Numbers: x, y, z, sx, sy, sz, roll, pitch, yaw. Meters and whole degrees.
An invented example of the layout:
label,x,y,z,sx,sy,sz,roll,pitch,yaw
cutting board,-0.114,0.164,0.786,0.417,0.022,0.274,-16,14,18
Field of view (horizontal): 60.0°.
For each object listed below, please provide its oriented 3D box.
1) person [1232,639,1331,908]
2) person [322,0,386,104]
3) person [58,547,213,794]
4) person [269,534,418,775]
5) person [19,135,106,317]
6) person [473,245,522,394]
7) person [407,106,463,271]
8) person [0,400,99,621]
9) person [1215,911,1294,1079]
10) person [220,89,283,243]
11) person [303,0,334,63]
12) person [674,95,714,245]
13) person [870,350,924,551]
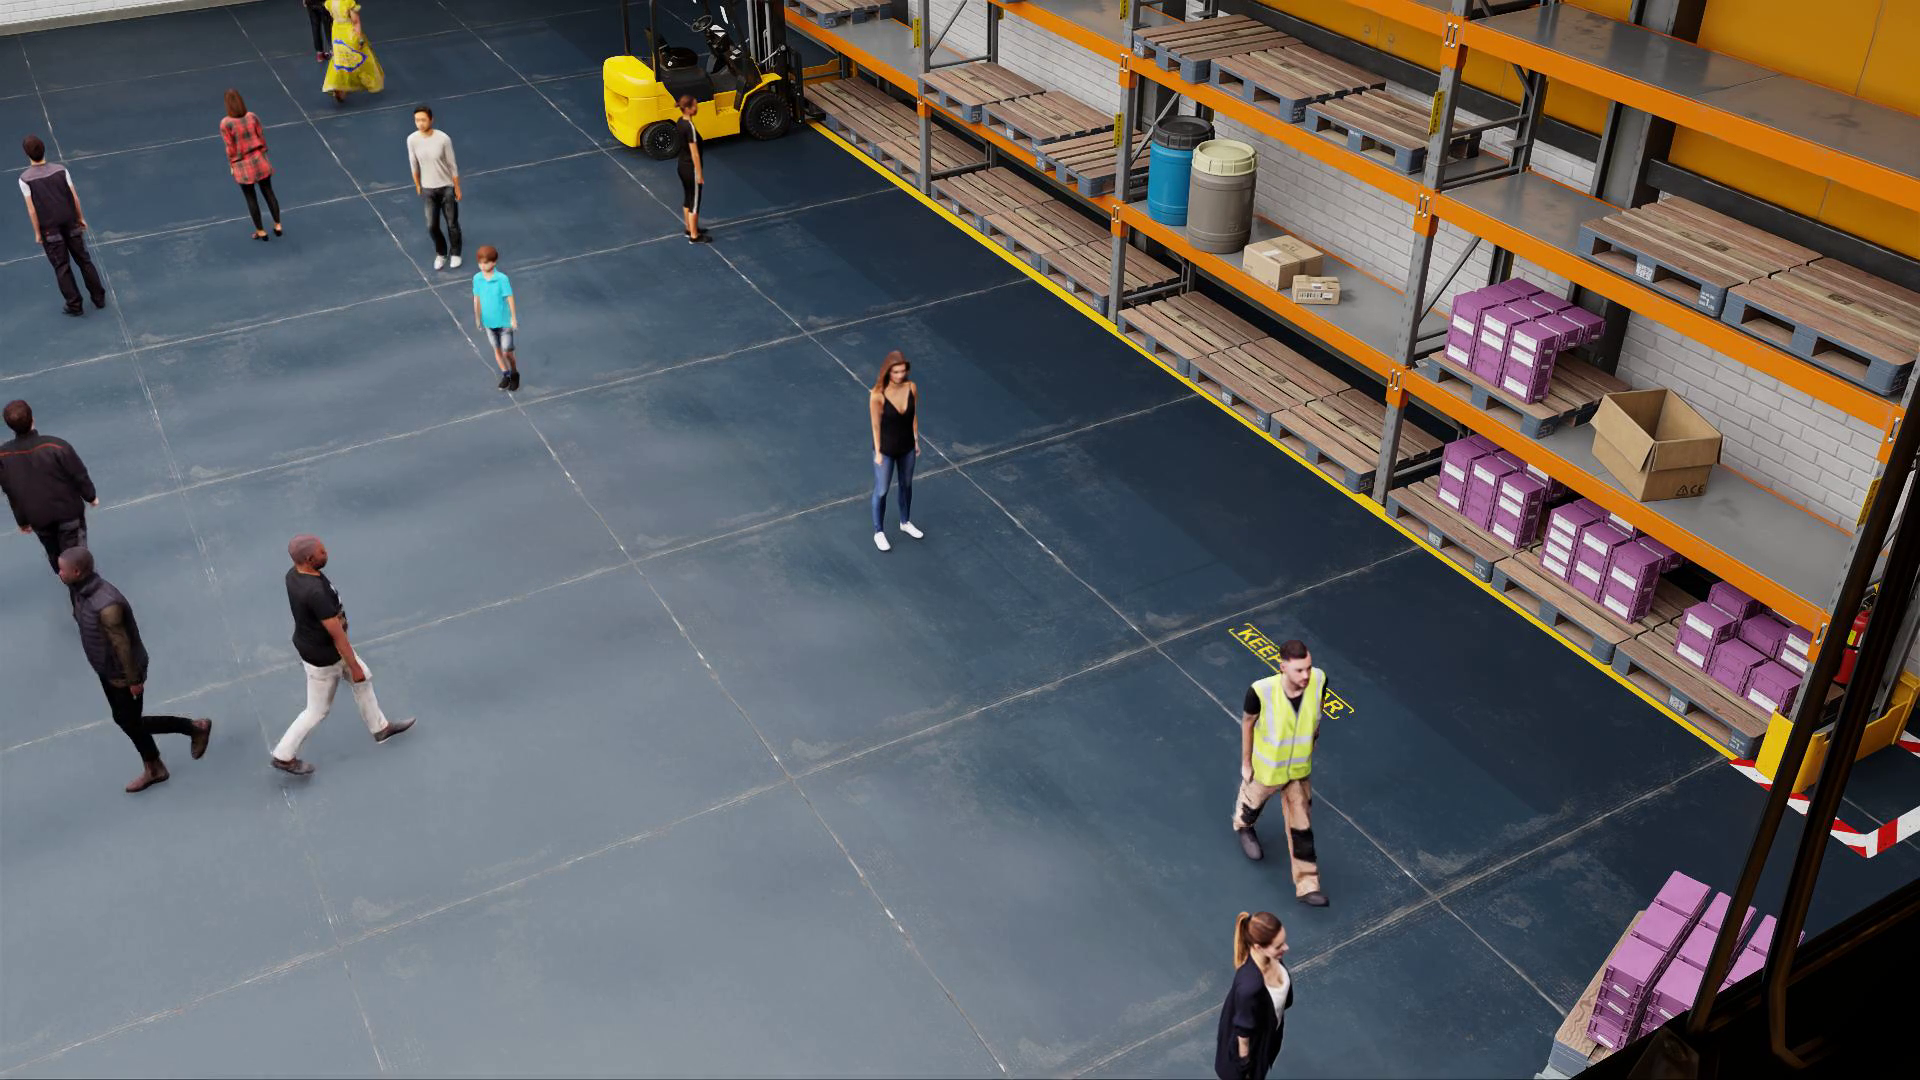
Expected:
label,x,y,z,sx,sy,sz,roll,pitch,yaw
person,1.910,1.302,10.110,0.945,1.791,1.241,-8,34,-11
person,-8.223,-6.651,22.224,1.311,1.626,1.369,8,34,12
person,-5.380,0.807,10.833,0.915,1.815,0.919,25,41,32
person,-4.259,0.788,10.905,0.783,1.768,1.175,-20,39,-28
person,-9.103,-3.179,16.800,0.685,1.848,0.729,27,42,35
person,-4.291,-2.102,15.544,0.626,1.444,0.684,8,34,11
person,-5.548,-3.808,17.791,0.778,1.799,0.790,-3,34,-5
person,-6.688,-0.135,12.261,0.941,1.802,1.167,-6,34,-9
person,1.452,2.495,8.411,0.747,1.684,0.722,15,36,21
person,-7.853,-4.150,18.392,0.650,1.701,0.678,27,42,35
person,-9.161,-7.715,23.705,0.709,1.757,0.753,6,34,9
person,-2.981,-4.101,18.349,0.654,1.668,0.476,-15,36,-21
person,-0.525,-0.745,13.252,0.607,1.722,0.532,-20,39,-28
